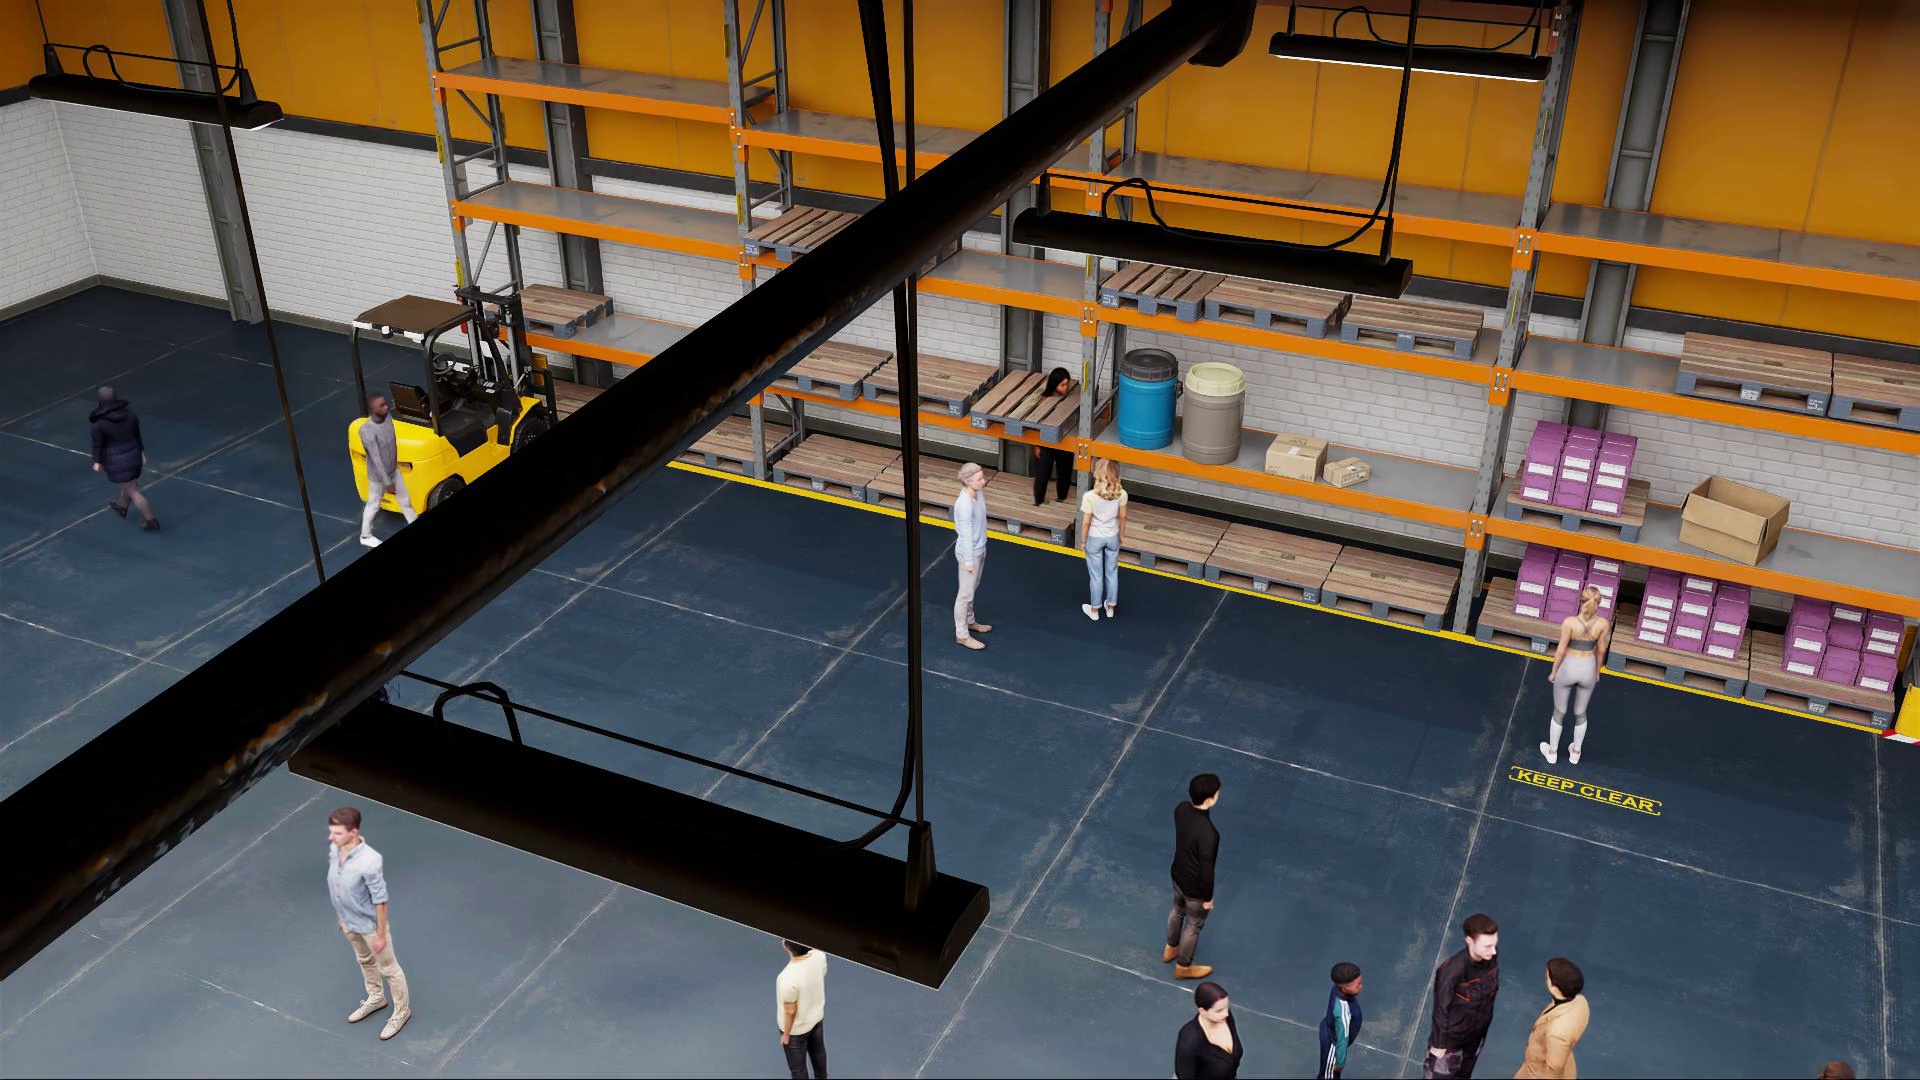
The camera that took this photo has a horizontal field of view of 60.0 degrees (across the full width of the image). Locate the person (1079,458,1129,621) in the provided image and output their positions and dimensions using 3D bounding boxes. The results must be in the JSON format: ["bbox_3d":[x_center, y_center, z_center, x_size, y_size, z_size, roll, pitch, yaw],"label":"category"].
[{"bbox_3d":[1.397,-0.008,16.272,0.699,1.722,0.767,-9,30,-16],"label":"person"}]

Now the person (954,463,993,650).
[{"bbox_3d":[0.102,0.118,15.862,0.637,1.894,0.708,7,29,13],"label":"person"}]

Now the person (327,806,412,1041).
[{"bbox_3d":[-4.071,2.586,11.386,0.531,1.848,0.730,17,33,28],"label":"person"}]

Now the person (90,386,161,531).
[{"bbox_3d":[-8.954,-0.830,17.880,1.042,1.625,0.700,14,32,24],"label":"person"}]

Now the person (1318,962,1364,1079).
[{"bbox_3d":[2.450,3.231,10.822,0.527,1.255,0.532,6,29,10],"label":"person"}]

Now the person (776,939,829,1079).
[{"bbox_3d":[-1.020,3.090,10.734,0.500,1.588,0.614,16,32,27],"label":"person"}]

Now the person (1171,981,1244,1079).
[{"bbox_3d":[1.448,3.353,10.070,0.699,1.760,0.723,21,35,34],"label":"person"}]

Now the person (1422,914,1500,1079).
[{"bbox_3d":[3.123,3.086,10.402,0.770,1.911,0.744,-21,35,-33],"label":"person"}]

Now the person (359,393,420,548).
[{"bbox_3d":[-6.141,-0.699,17.473,1.213,1.785,0.859,7,29,13],"label":"person"}]

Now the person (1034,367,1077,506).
[{"bbox_3d":[1.033,-1.048,18.084,0.775,1.813,0.826,-12,31,-20],"label":"person"}]

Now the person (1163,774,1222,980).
[{"bbox_3d":[1.661,2.390,11.878,0.756,1.720,0.697,-10,30,-17],"label":"person"}]

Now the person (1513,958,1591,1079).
[{"bbox_3d":[3.650,3.276,10.248,0.631,1.726,0.654,15,32,26],"label":"person"}]

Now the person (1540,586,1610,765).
[{"bbox_3d":[5.248,1.146,14.178,0.556,1.702,0.691,2,29,4],"label":"person"}]
